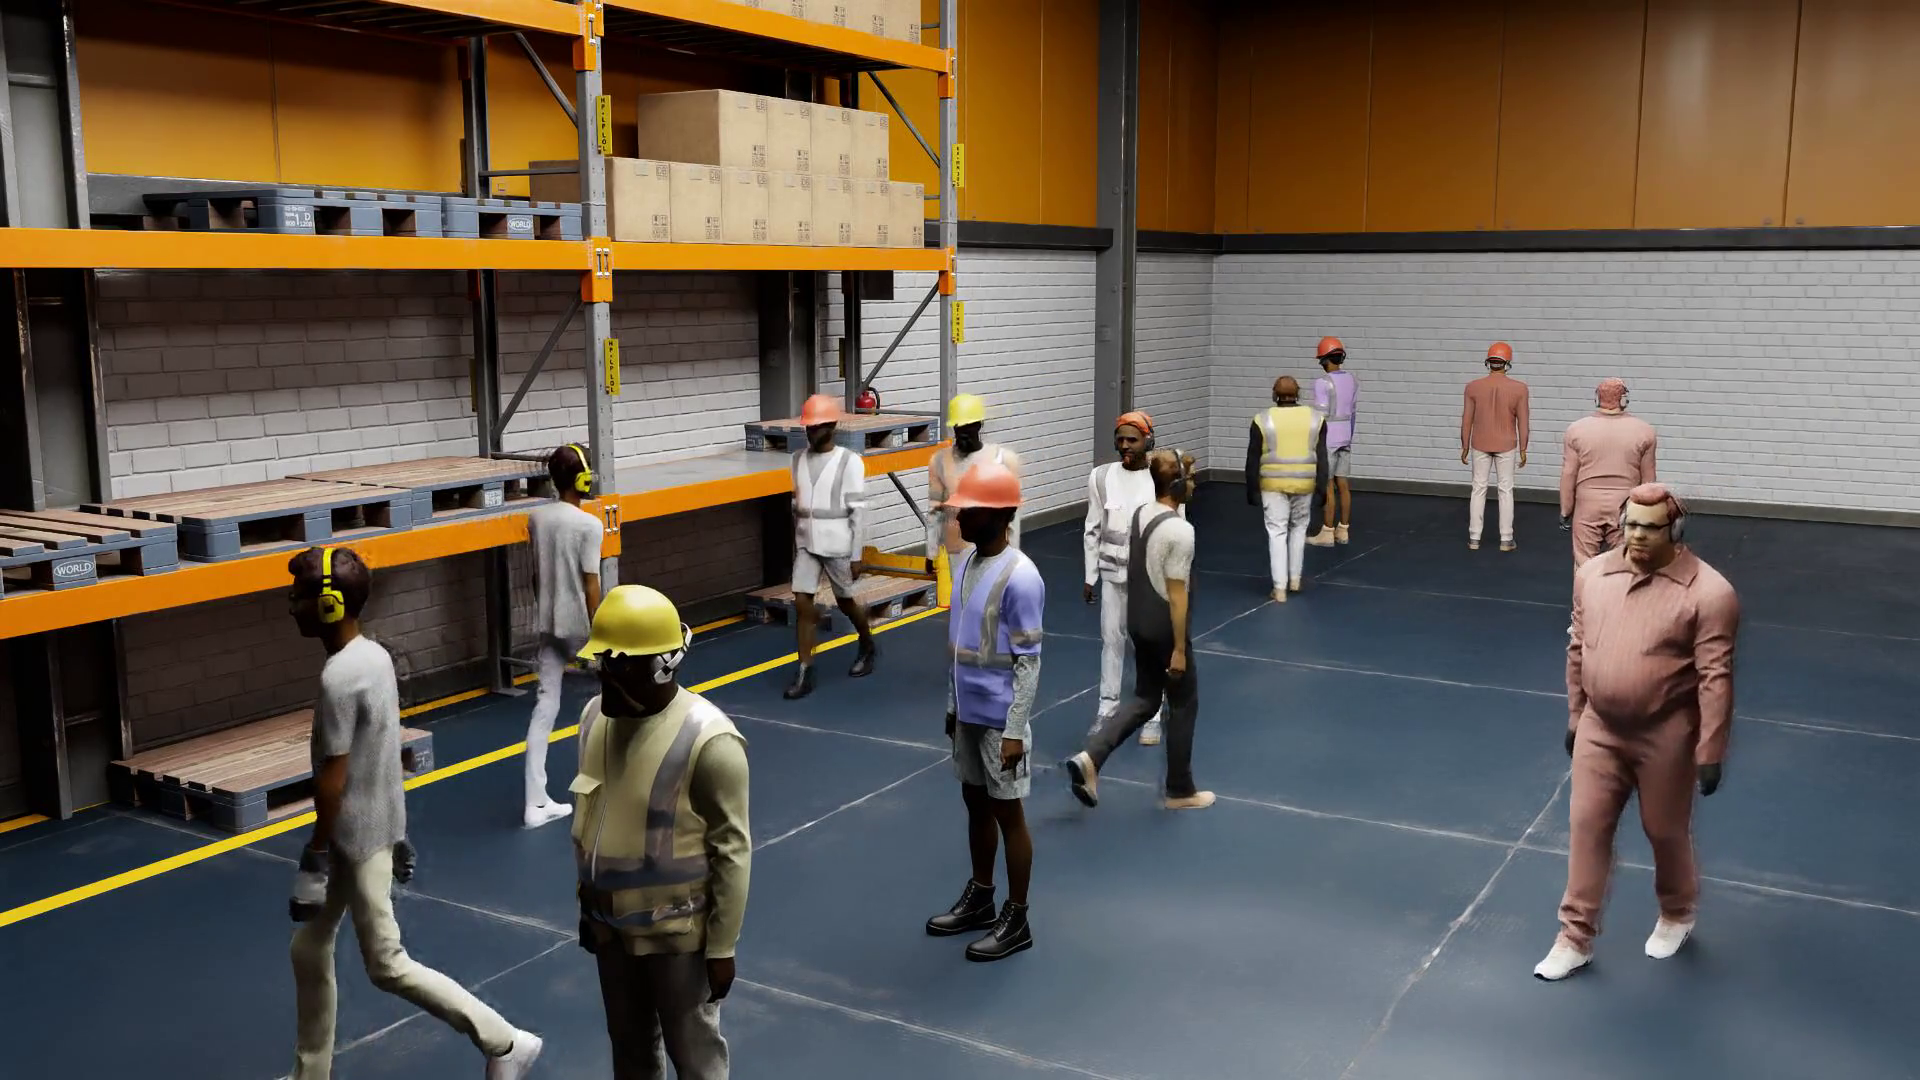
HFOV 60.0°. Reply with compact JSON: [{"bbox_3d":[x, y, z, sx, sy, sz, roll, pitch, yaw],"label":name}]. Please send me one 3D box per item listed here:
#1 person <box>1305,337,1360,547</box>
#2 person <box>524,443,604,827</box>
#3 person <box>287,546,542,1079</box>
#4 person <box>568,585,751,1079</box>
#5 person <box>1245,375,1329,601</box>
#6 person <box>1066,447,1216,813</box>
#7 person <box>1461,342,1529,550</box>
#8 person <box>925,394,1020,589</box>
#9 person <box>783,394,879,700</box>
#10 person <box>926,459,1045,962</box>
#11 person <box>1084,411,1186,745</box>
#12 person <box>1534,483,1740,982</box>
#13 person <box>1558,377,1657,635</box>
[{"bbox_3d":[3.597,-0.952,16.178,0.605,2.036,0.393,-8,12,-39],"label":"person"},{"bbox_3d":[-1.846,0.433,8.183,0.555,1.822,0.941,5,11,30],"label":"person"},{"bbox_3d":[-1.795,0.924,5.134,0.889,1.829,0.517,-3,9,-16],"label":"person"},{"bbox_3d":[-0.838,1.019,4.510,0.600,1.830,0.403,7,11,36],"label":"person"},{"bbox_3d":[2.658,-0.441,13.671,0.657,1.814,0.776,0,9,-1],"label":"person"},{"bbox_3d":[0.907,0.458,8.049,0.726,1.822,0.528,-4,10,-26],"label":"person"},{"bbox_3d":[5.128,-0.896,15.952,0.623,1.992,0.391,4,10,23],"label":"person"},{"bbox_3d":[0.071,0.040,10.382,0.619,1.905,0.491,3,10,20],"label":"person"},{"bbox_3d":[-0.817,0.010,10.604,0.553,1.907,0.932,5,10,26],"label":"person"},{"bbox_3d":[0.102,0.652,6.463,0.349,1.942,0.545,-5,11,-30],"label":"person"},{"bbox_3d":[0.976,0.214,9.370,0.585,1.882,0.337,4,10,21],"label":"person"},{"bbox_3d":[2.571,0.713,6.294,0.817,1.878,0.662,-8,12,-42],"label":"person"},{"bbox_3d":[4.664,-0.220,12.019,0.652,1.904,0.402,3,9,16],"label":"person"}]
